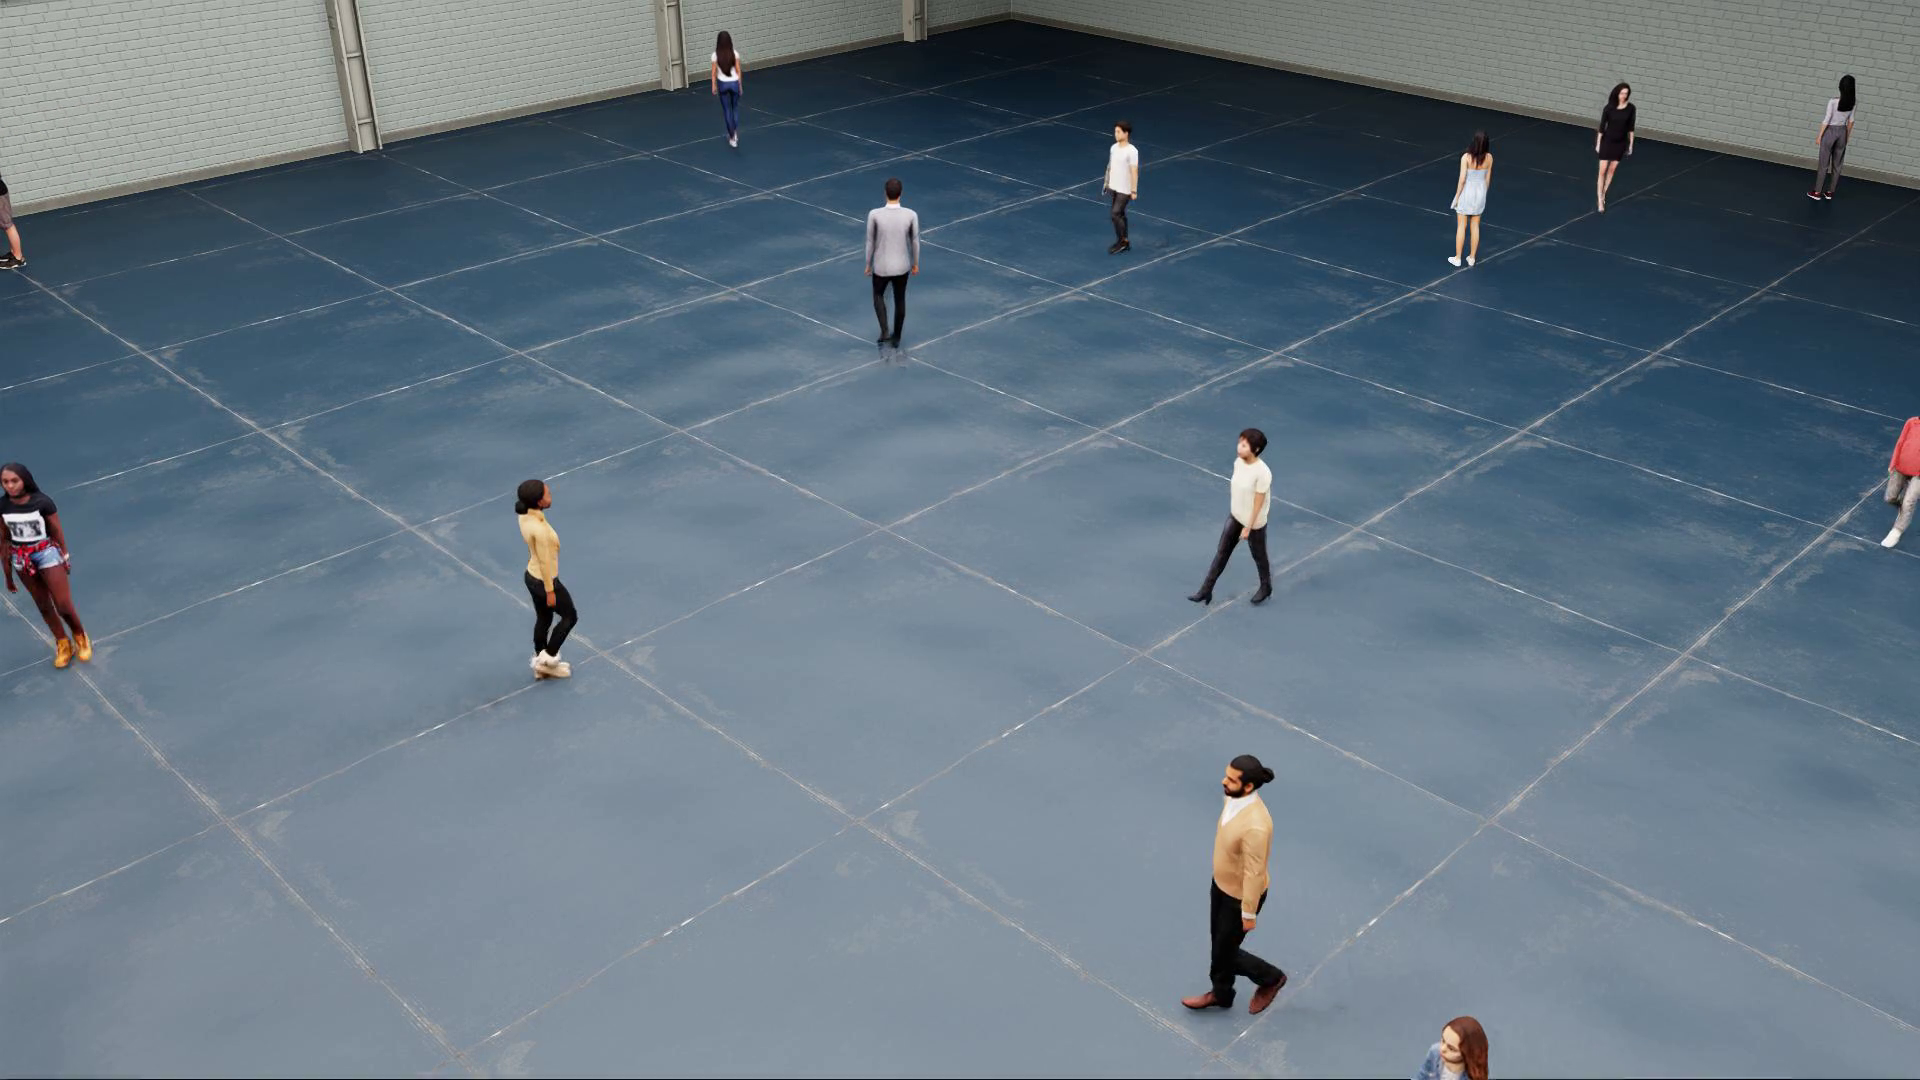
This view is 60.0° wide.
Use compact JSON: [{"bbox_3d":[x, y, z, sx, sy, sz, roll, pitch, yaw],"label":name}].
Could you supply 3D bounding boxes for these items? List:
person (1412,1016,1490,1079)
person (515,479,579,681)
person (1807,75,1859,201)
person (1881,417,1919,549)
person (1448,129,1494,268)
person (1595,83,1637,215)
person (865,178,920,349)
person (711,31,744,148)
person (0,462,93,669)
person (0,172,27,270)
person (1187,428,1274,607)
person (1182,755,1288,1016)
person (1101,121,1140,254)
[{"bbox_3d":[2.361,2.818,7.862,0.990,1.456,0.833,-9,29,-16],"label":"person"},{"bbox_3d":[-3.159,0.334,12.323,0.659,1.647,0.669,-16,32,-28],"label":"person"},{"bbox_3d":[12.401,-5.702,23.561,0.673,1.737,0.731,0,28,0],"label":"person"},{"bbox_3d":[8.271,-0.635,14.393,0.775,1.410,0.574,-20,34,-33],"label":"person"},{"bbox_3d":[6.454,-4.319,20.971,0.652,1.730,0.734,-3,28,-6],"label":"person"},{"bbox_3d":[9.038,-5.451,23.060,0.989,1.765,1.093,2,28,3],"label":"person"},{"bbox_3d":[-0.747,-3.000,18.298,0.856,1.914,0.953,-4,28,-8],"label":"person"},{"bbox_3d":[-3.612,-7.039,26.051,0.914,1.757,0.910,-8,29,-15],"label":"person"},{"bbox_3d":[-6.943,0.160,12.583,0.706,1.710,0.781,-5,28,-9],"label":"person"},{"bbox_3d":[-12.135,-4.376,20.938,0.678,1.862,0.740,-15,32,-26],"label":"person"},{"bbox_3d":[2.375,-0.157,13.345,1.064,1.552,0.775,-15,31,-26],"label":"person"},{"bbox_3d":[1.607,1.932,9.215,0.969,1.748,0.895,-4,28,-8],"label":"person"},{"bbox_3d":[2.146,-4.555,21.437,0.699,1.710,0.705,-14,31,-25],"label":"person"}]
